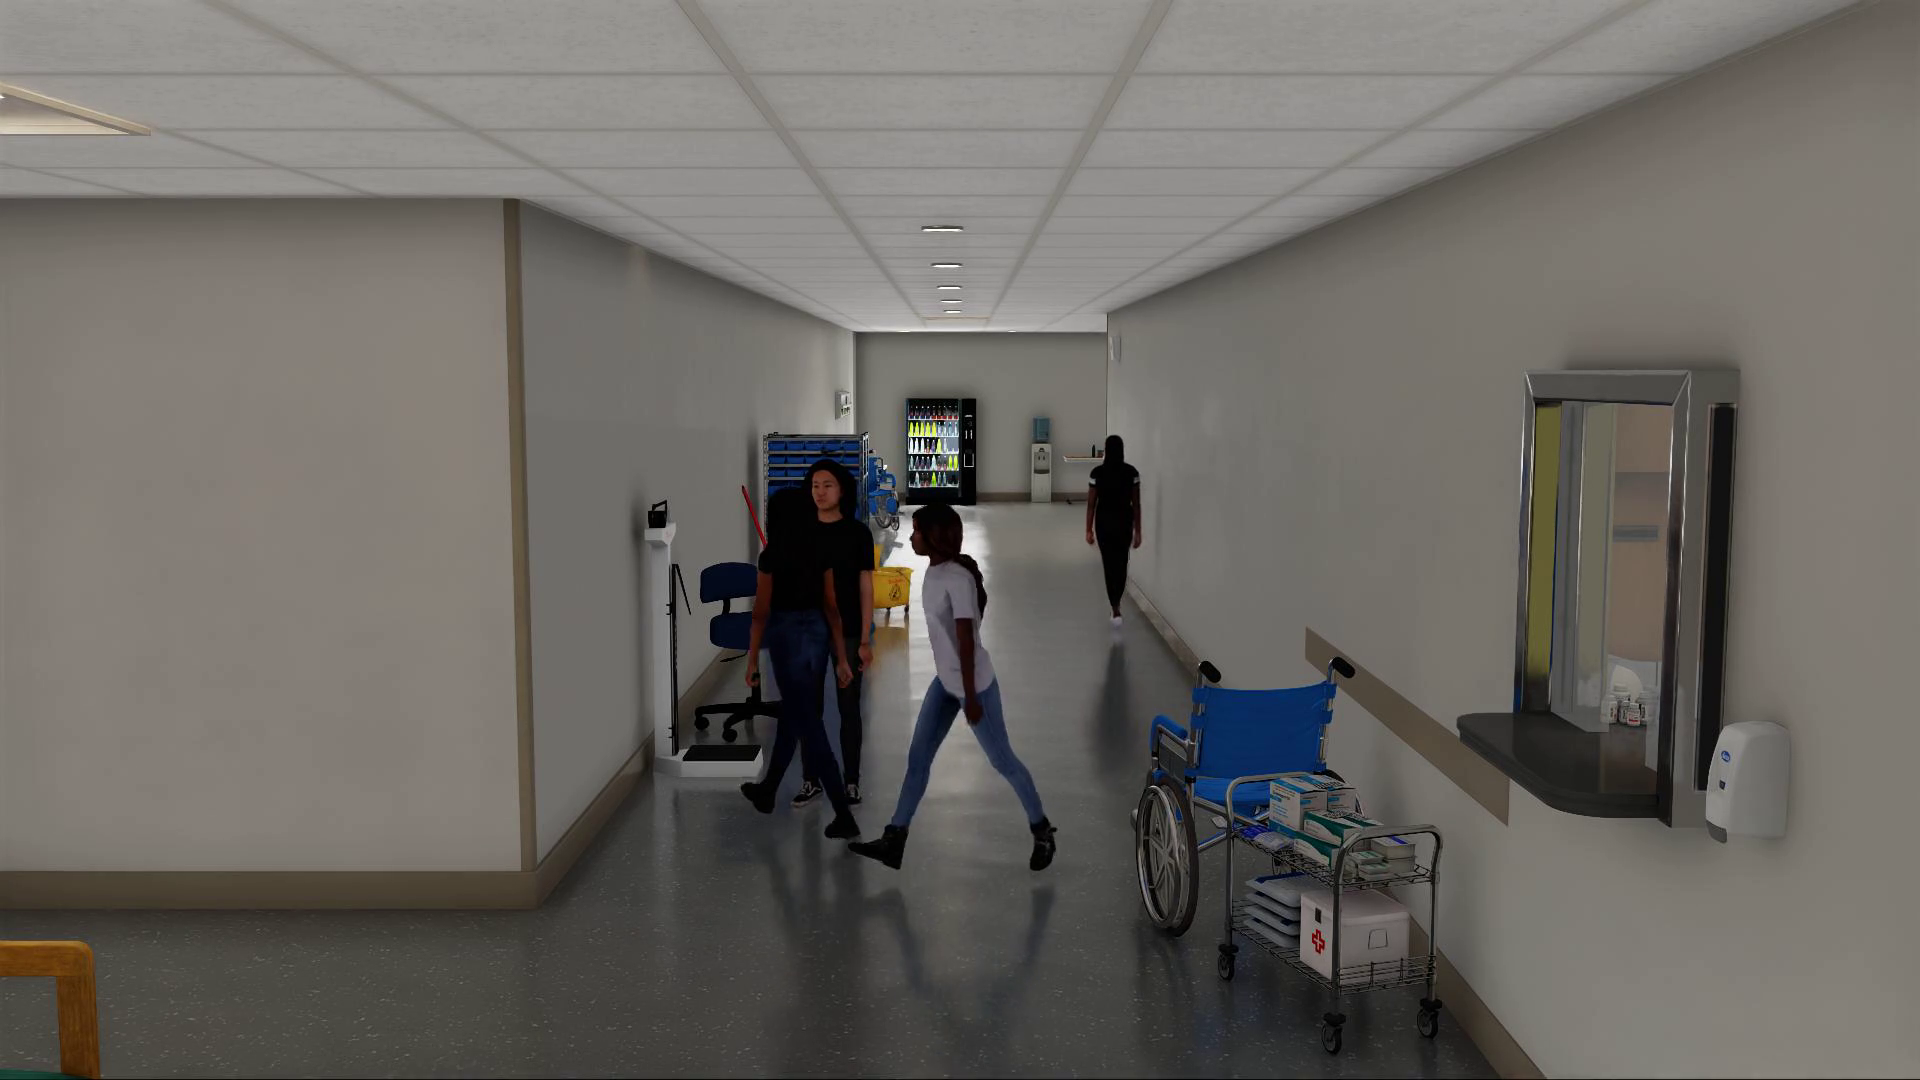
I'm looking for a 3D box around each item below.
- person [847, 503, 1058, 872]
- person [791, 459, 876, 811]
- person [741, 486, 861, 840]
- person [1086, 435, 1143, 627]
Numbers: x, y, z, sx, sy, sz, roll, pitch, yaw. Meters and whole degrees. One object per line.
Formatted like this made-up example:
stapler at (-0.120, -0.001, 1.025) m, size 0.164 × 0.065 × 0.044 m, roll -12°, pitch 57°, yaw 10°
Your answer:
person at (0.079, 0.697, 7.493) m, size 1.280 × 1.662 × 0.992 m, roll -3°, pitch 6°, yaw -27°
person at (-0.681, 0.509, 8.779) m, size 0.514 × 1.767 × 0.721 m, roll 1°, pitch 6°, yaw 9°
person at (-0.729, 0.638, 8.021) m, size 1.194 × 1.674 × 1.184 m, roll -5°, pitch 7°, yaw -40°
person at (1.385, -0.056, 14.847) m, size 1.066 × 1.690 × 0.701 m, roll 0°, pitch 6°, yaw -1°
